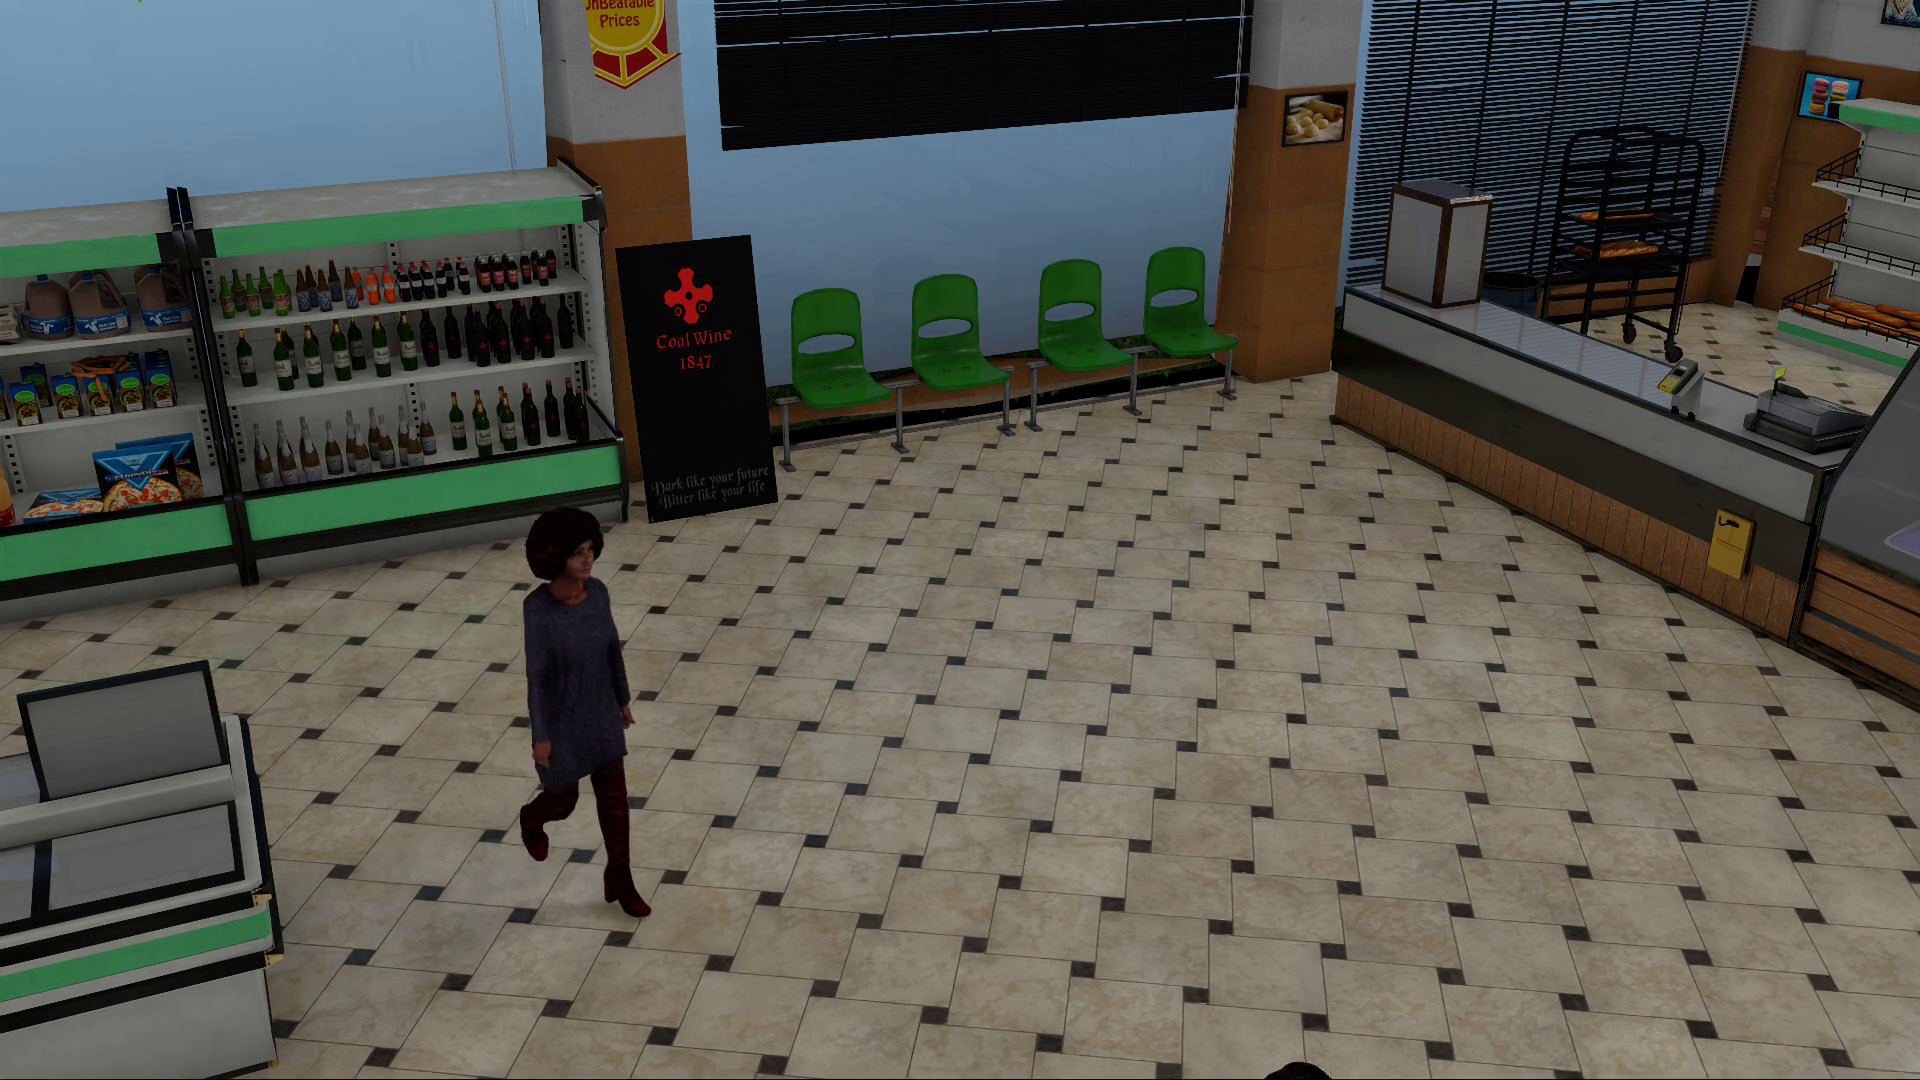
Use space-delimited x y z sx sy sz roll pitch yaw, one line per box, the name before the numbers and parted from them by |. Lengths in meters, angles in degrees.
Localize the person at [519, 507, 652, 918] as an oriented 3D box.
person | -1.530 0.686 6.442 0.903 1.695 0.936 19 30 36
